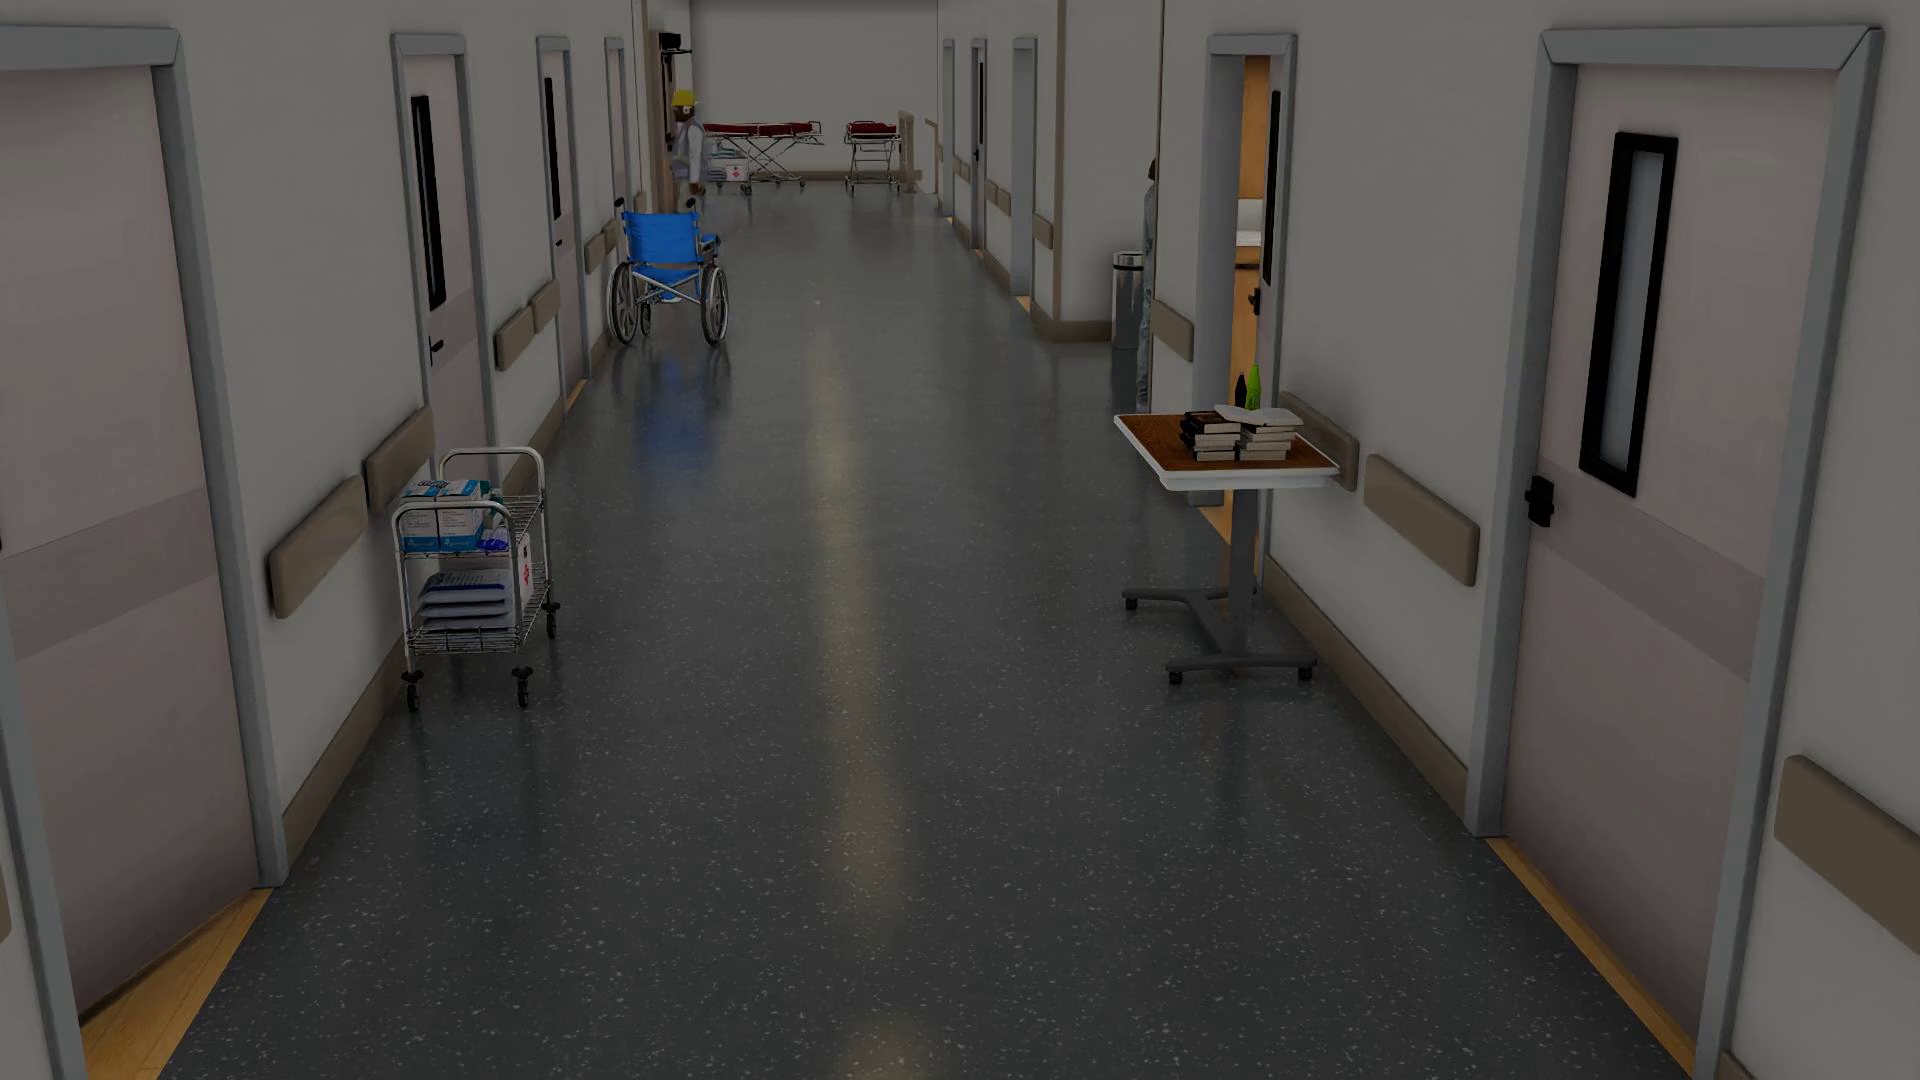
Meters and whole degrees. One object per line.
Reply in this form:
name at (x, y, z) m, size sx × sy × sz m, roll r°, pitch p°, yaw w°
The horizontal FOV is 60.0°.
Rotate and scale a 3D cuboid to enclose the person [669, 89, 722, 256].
person at (-2.913, -3.935, 17.985) m, size 0.435 × 1.815 × 0.610 m, roll -5°, pitch 17°, yaw -17°
